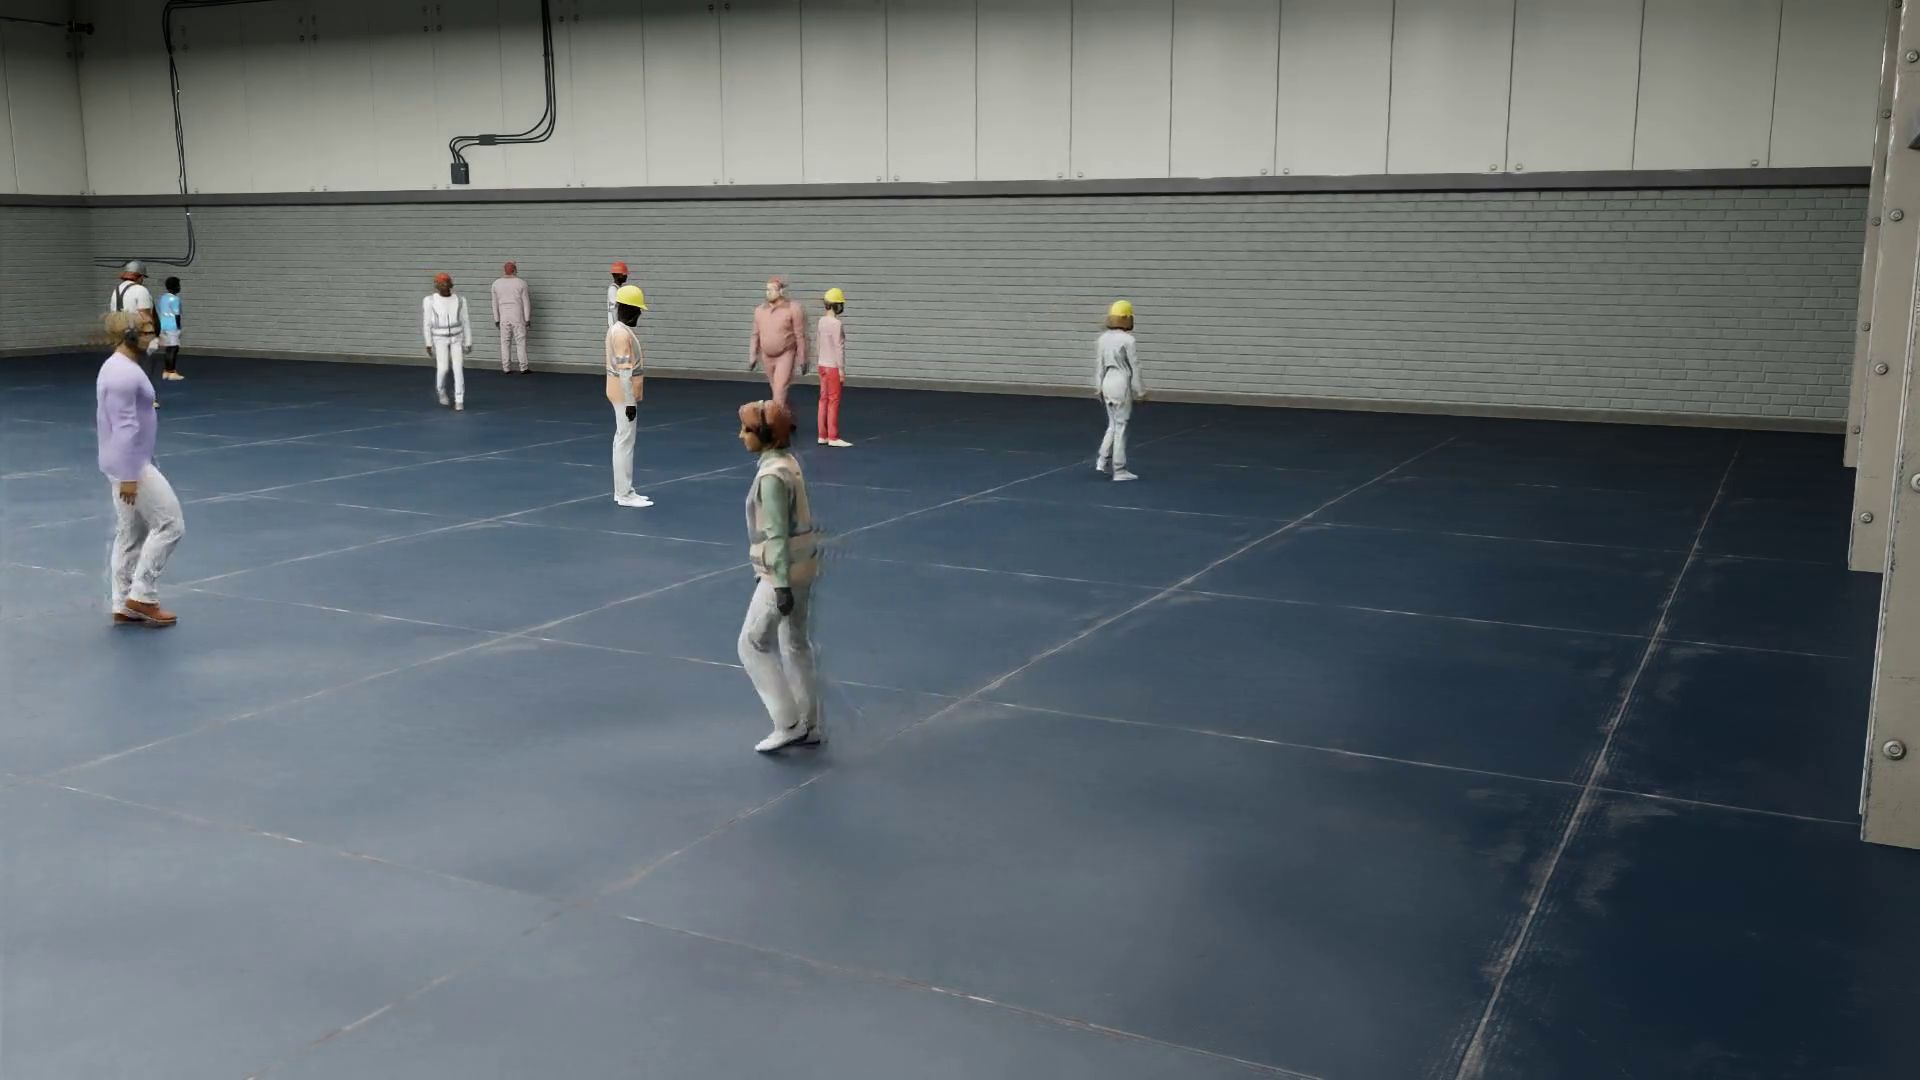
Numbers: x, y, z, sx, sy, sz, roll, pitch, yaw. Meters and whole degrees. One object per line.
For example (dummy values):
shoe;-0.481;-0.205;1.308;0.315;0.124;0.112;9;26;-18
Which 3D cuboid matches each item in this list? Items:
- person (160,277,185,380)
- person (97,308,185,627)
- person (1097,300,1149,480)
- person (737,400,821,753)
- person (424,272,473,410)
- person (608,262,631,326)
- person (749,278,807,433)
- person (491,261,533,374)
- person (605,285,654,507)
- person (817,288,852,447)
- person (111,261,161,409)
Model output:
person;-12.821;-3.436;27.085;0.540;1.674;0.360;9;13;39
person;-4.909;-0.415;9.944;0.514;1.915;0.651;-5;12;-25
person;1.547;-1.428;15.966;0.347;1.737;0.504;-7;12;-32
person;-0.824;0.176;7.533;0.408;1.621;0.552;1;10;4
person;-6.894;-2.675;22.389;0.614;1.869;0.464;-5;12;-27
person;-5.283;-3.351;25.902;0.371;1.935;0.551;0;10;-2
person;-2.145;-2.132;19.487;0.671;1.852;1.022;5;12;27
person;-7.585;-3.760;28.212;0.642;1.910;0.401;1;10;5
person;-2.886;-1.247;14.476;0.374;1.920;0.585;-3;11;-16
person;-1.404;-1.920;18.573;0.330;1.765;0.533;-6;12;-29
person;-11.167;-2.797;22.594;0.906;2.000;0.642;7;12;34
